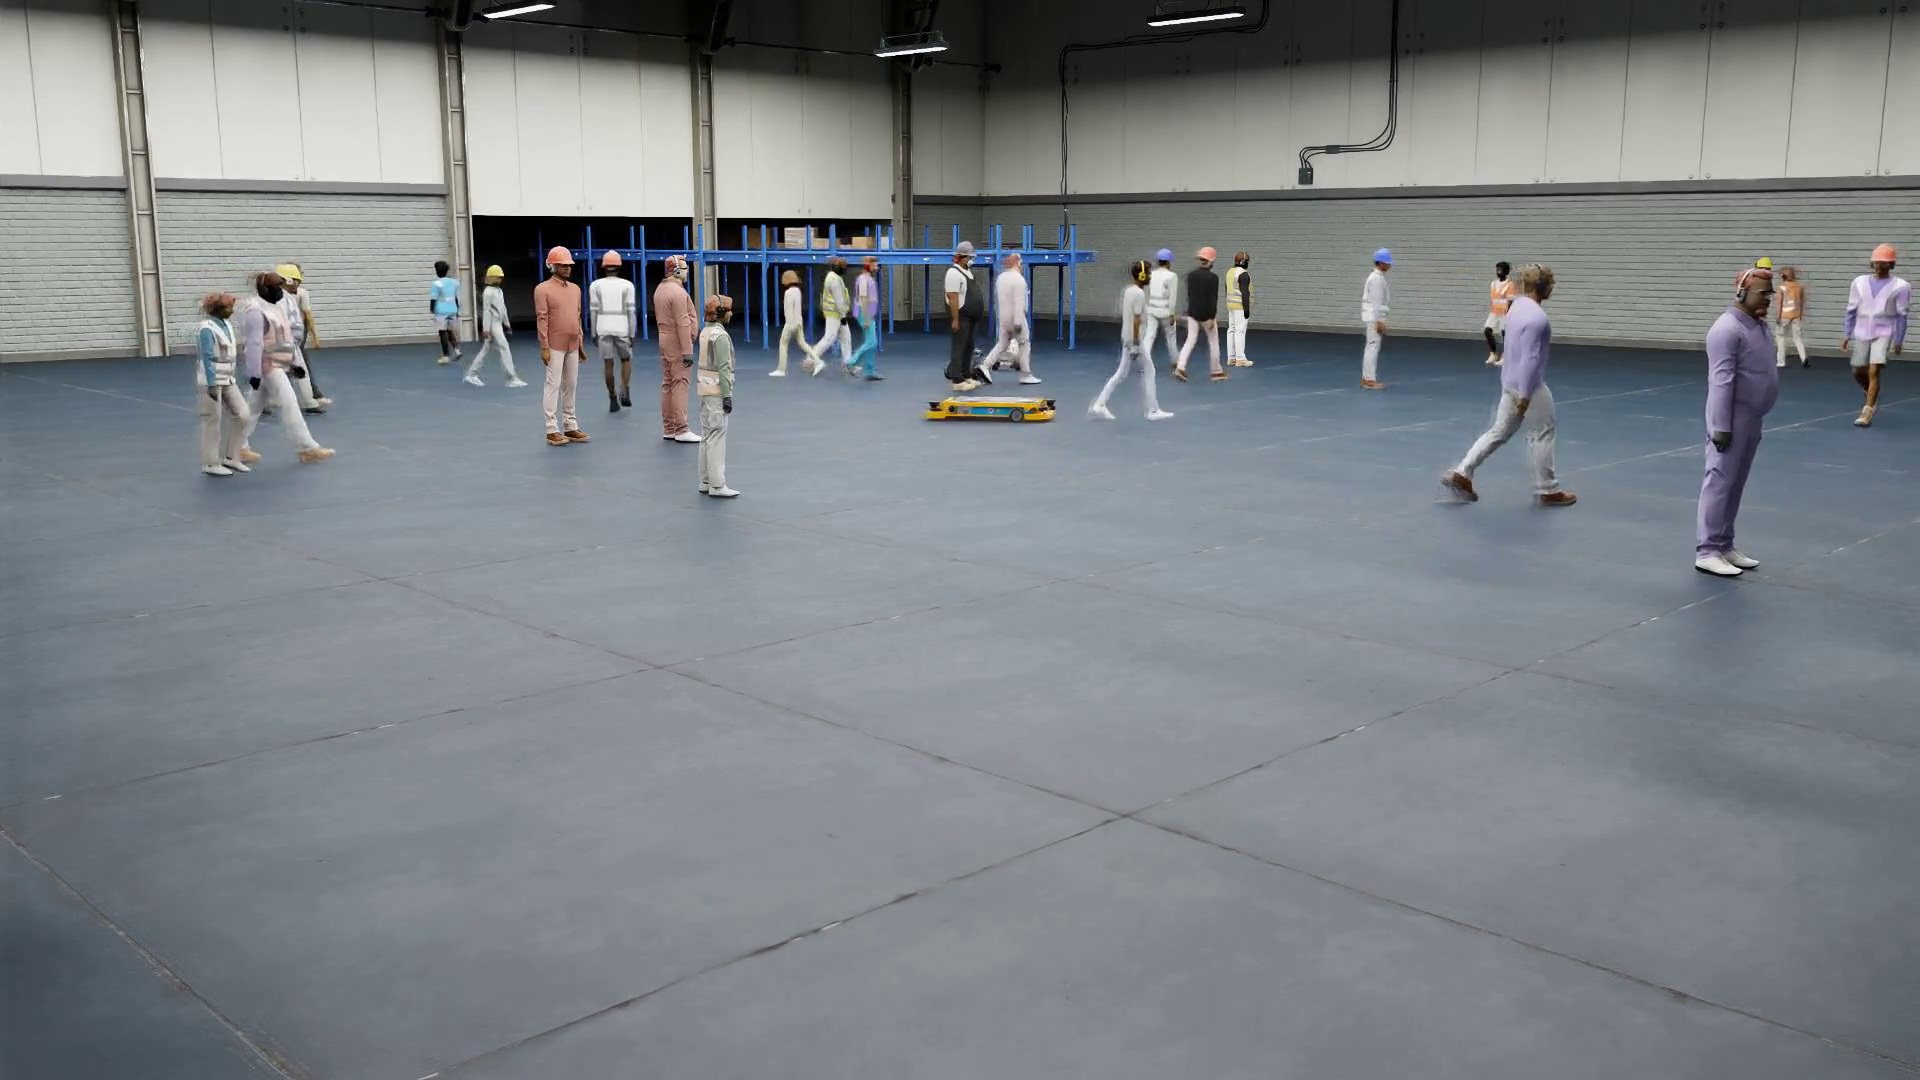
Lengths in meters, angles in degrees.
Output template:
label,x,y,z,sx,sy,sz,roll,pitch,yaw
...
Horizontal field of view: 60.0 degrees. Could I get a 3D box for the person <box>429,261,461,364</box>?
label,x,y,z,sx,sy,sz,roll,pitch,yaw
person,-8.468,-3.733,27.311,0.353,1.687,0.553,6,12,32

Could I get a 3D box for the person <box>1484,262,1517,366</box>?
label,x,y,z,sx,sy,sz,roll,pitch,yaw
person,8.718,-3.655,26.908,0.457,1.679,0.556,-5,12,-27

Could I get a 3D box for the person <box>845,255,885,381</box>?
label,x,y,z,sx,sy,sz,roll,pitch,yaw
person,-1.372,-3.236,24.296,0.468,1.824,0.665,1,10,7

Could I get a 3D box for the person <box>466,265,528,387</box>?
label,x,y,z,sx,sy,sz,roll,pitch,yaw
person,-6.584,-3.009,23.381,0.894,1.700,0.489,0,10,1

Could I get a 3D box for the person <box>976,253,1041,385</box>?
label,x,y,z,sx,sy,sz,roll,pitch,yaw
person,0.687,-3.147,23.682,0.889,1.872,0.658,-6,12,-29

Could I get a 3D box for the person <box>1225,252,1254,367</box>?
label,x,y,z,sx,sy,sz,roll,pitch,yaw
person,4.564,-3.764,27.108,0.429,1.841,0.621,-3,11,-17

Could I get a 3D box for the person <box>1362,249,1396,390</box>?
label,x,y,z,sx,sy,sz,roll,pitch,yaw
person,5.801,-3.059,23.088,0.425,1.923,0.704,3,11,14

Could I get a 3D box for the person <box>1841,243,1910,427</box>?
label,x,y,z,sx,sy,sz,roll,pitch,yaw
person,10.280,-2.307,18.654,0.818,2.025,0.619,-10,14,-42

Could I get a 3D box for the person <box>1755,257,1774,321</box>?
label,x,y,z,sx,sy,sz,roll,pitch,yaw
person,12.922,-3.685,26.898,0.343,1.757,0.519,10,14,43

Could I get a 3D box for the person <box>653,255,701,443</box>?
label,x,y,z,sx,sy,sz,roll,pitch,yaw
person,-2.892,-1.965,17.111,0.410,1.909,0.643,-6,12,-31

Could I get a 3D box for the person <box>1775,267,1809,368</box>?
label,x,y,z,sx,sy,sz,roll,pitch,yaw
person,13.296,-3.554,26.569,0.536,1.609,0.556,-2,11,-13

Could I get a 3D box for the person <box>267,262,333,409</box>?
label,x,y,z,sx,sy,sz,roll,pitch,yaw
person,-8.150,-2.499,20.356,0.528,1.805,0.988,6,12,30

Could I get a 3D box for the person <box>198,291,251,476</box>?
label,x,y,z,sx,sy,sz,roll,pitch,yaw
person,-6.474,-1.368,14.604,0.495,1.615,0.557,0,10,0

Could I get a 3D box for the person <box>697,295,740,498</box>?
label,x,y,z,sx,sy,sz,roll,pitch,yaw
person,-1.982,-1.173,13.551,0.318,1.631,0.514,-5,11,-25

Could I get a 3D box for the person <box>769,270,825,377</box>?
label,x,y,z,sx,sy,sz,roll,pitch,yaw
person,-2.441,-3.251,24.975,0.825,1.597,0.500,3,11,17

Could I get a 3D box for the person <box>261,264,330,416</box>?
label,x,y,z,sx,sy,sz,roll,pitch,yaw
person,-7.947,-2.329,19.485,0.922,1.782,0.596,-1,10,-8

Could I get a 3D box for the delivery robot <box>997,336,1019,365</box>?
label,x,y,z,sx,sy,sz,roll,pitch,yaw
delivery robot,0.839,-3.019,26.407,0.477,0.478,0.707,5,12,25

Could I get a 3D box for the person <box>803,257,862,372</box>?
label,x,y,z,sx,sy,sz,roll,pitch,yaw
person,-2.009,-3.490,25.791,0.860,1.791,0.637,0,10,1

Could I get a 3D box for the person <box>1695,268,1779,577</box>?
label,x,y,z,sx,sy,sz,roll,pitch,yaw
person,4.910,-0.743,10.455,0.399,1.904,0.644,10,14,42

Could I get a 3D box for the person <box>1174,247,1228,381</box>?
label,x,y,z,sx,sy,sz,roll,pitch,yaw
person,3.515,-3.294,24.254,0.990,1.953,0.611,-10,14,-43

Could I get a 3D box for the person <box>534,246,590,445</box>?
label,x,y,z,sx,sy,sz,roll,pitch,yaw
person,-4.061,-1.985,16.976,0.375,1.995,0.611,6,12,29

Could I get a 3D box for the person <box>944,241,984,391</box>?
label,x,y,z,sx,sy,sz,roll,pitch,yaw
person,0.061,-3.082,22.948,0.536,2.000,0.706,3,11,14

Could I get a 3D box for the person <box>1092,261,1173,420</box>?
label,x,y,z,sx,sy,sz,roll,pitch,yaw
person,1.969,-2.293,19.131,0.922,1.831,0.512,-3,11,-15

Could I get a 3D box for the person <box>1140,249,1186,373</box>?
label,x,y,z,sx,sy,sz,roll,pitch,yaw
person,3.109,-3.518,25.614,0.630,1.895,0.993,10,14,43

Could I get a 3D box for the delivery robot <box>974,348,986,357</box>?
label,x,y,z,sx,sy,sz,roll,pitch,yaw
delivery robot,0.140,-2.843,24.738,0.335,0.223,0.698,6,12,28

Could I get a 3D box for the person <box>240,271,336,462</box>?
label,x,y,z,sx,sy,sz,roll,pitch,yaw
person,-6.442,-1.613,15.548,0.981,1.785,0.606,-2,11,-11

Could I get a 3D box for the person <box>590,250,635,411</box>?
label,x,y,z,sx,sy,sz,roll,pitch,yaw
person,-4.205,-2.540,20.177,0.539,1.923,0.490,-2,11,-9

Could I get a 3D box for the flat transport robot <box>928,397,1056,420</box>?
label,x,y,z,sx,sy,sz,roll,pitch,yaw
flat transport robot,0.379,-1.539,19.366,1.431,0.197,0.652,2,10,8

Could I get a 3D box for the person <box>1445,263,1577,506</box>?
label,x,y,z,sx,sy,sz,roll,pitch,yaw
person,4.366,-1.213,13.052,0.975,1.908,0.642,0,10,-1
